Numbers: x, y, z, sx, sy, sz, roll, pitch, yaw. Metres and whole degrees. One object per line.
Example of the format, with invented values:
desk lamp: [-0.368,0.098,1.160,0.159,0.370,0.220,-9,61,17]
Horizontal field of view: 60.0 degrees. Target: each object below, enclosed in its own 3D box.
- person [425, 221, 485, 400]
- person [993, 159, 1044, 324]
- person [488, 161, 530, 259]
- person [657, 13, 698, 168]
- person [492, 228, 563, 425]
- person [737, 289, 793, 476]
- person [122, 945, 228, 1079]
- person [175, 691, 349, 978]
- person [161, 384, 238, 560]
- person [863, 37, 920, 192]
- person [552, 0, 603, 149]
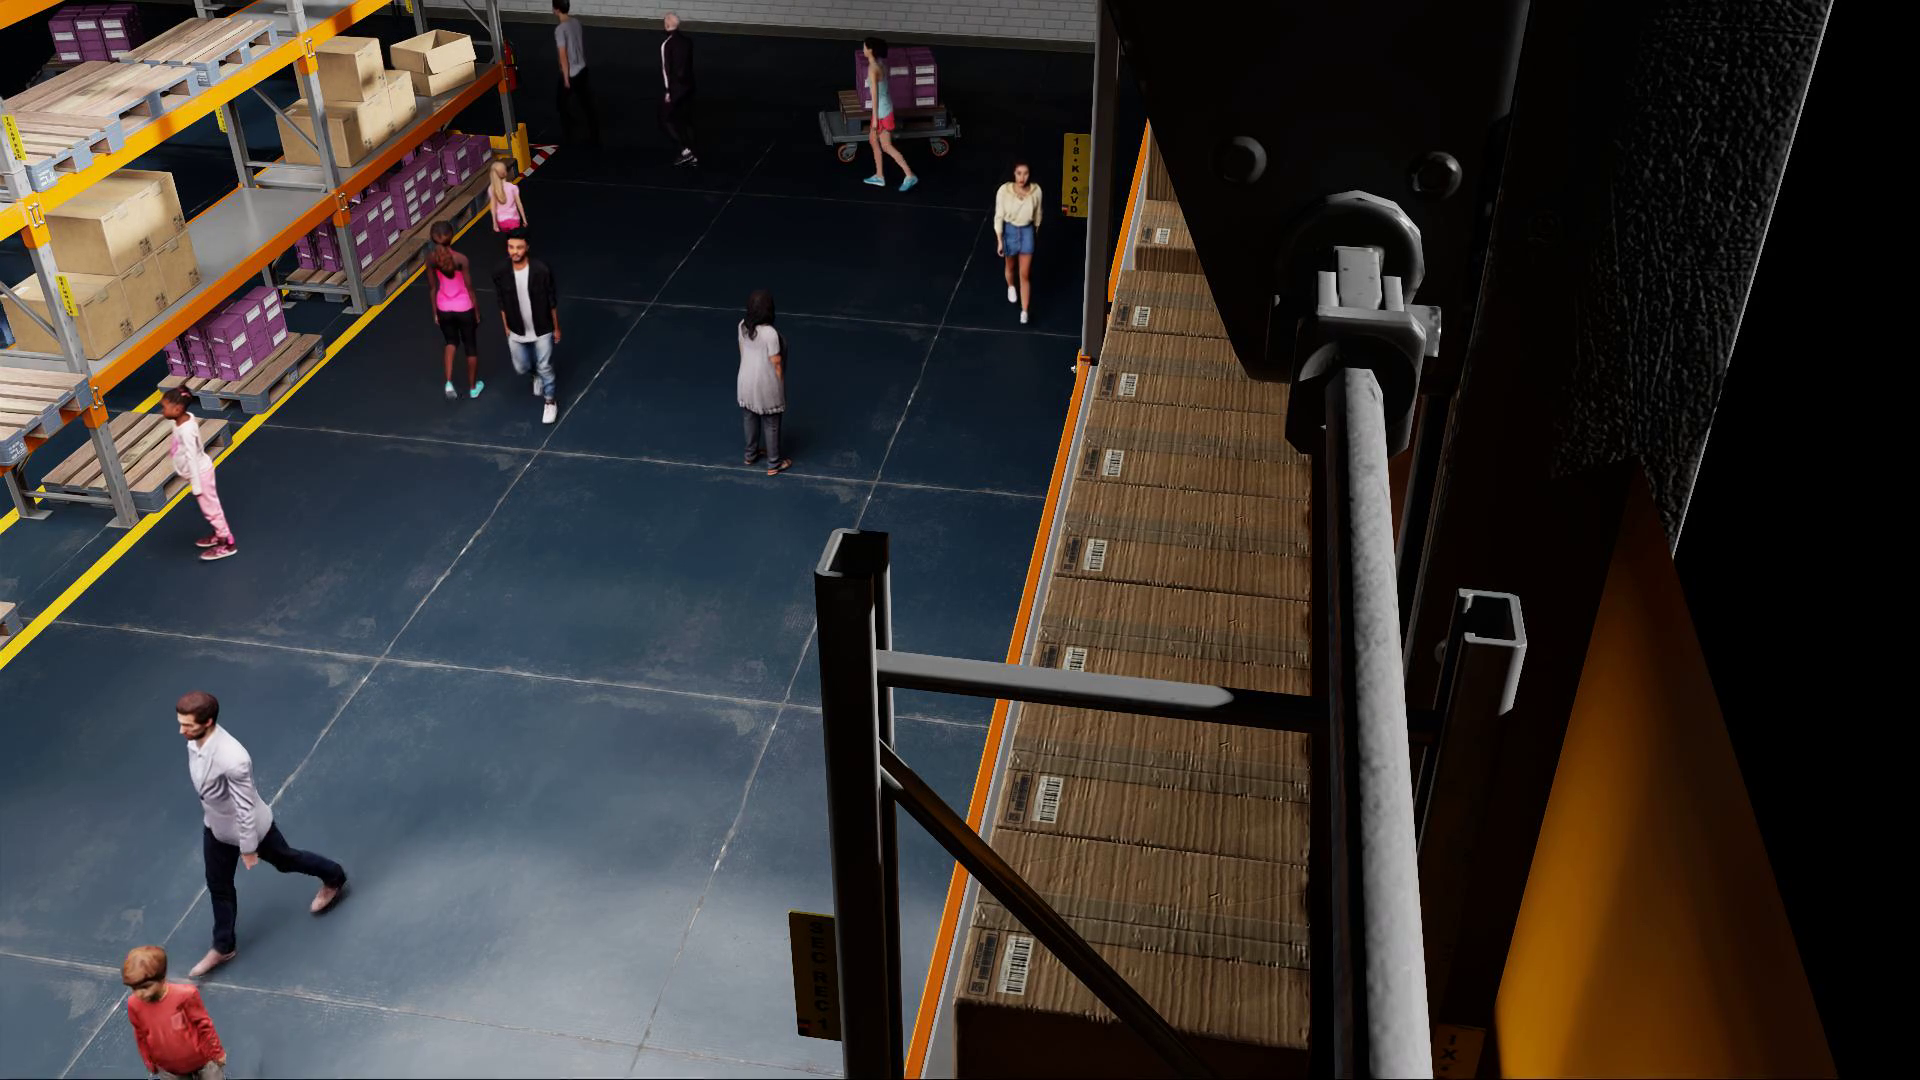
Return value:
person: [-4.491,-1.980,14.739,0.602,1.713,0.827,2,34,4]
person: [0.560,-2.995,16.379,0.796,1.587,1.155,-1,34,-1]
person: [-4.641,-3.255,17.071,0.508,1.254,0.890,4,34,6]
person: [-3.240,-5.251,19.561,0.869,1.822,0.758,21,39,29]
person: [-3.741,-1.939,14.601,0.781,1.797,0.917,0,34,0]
person: [-1.657,-1.326,13.854,0.762,1.603,0.808,25,41,32]
person: [-3.834,2.502,8.272,0.624,1.407,0.698,-4,34,-6]
person: [-3.960,1.542,9.353,1.079,1.808,1.347,23,40,31]
person: [-5.870,-0.543,12.819,0.679,1.445,0.600,-16,37,-23]
person: [-0.833,-4.851,19.041,0.679,1.732,0.854,2,34,4]
person: [-4.591,-5.614,20.089,0.912,1.843,0.902,15,37,22]
